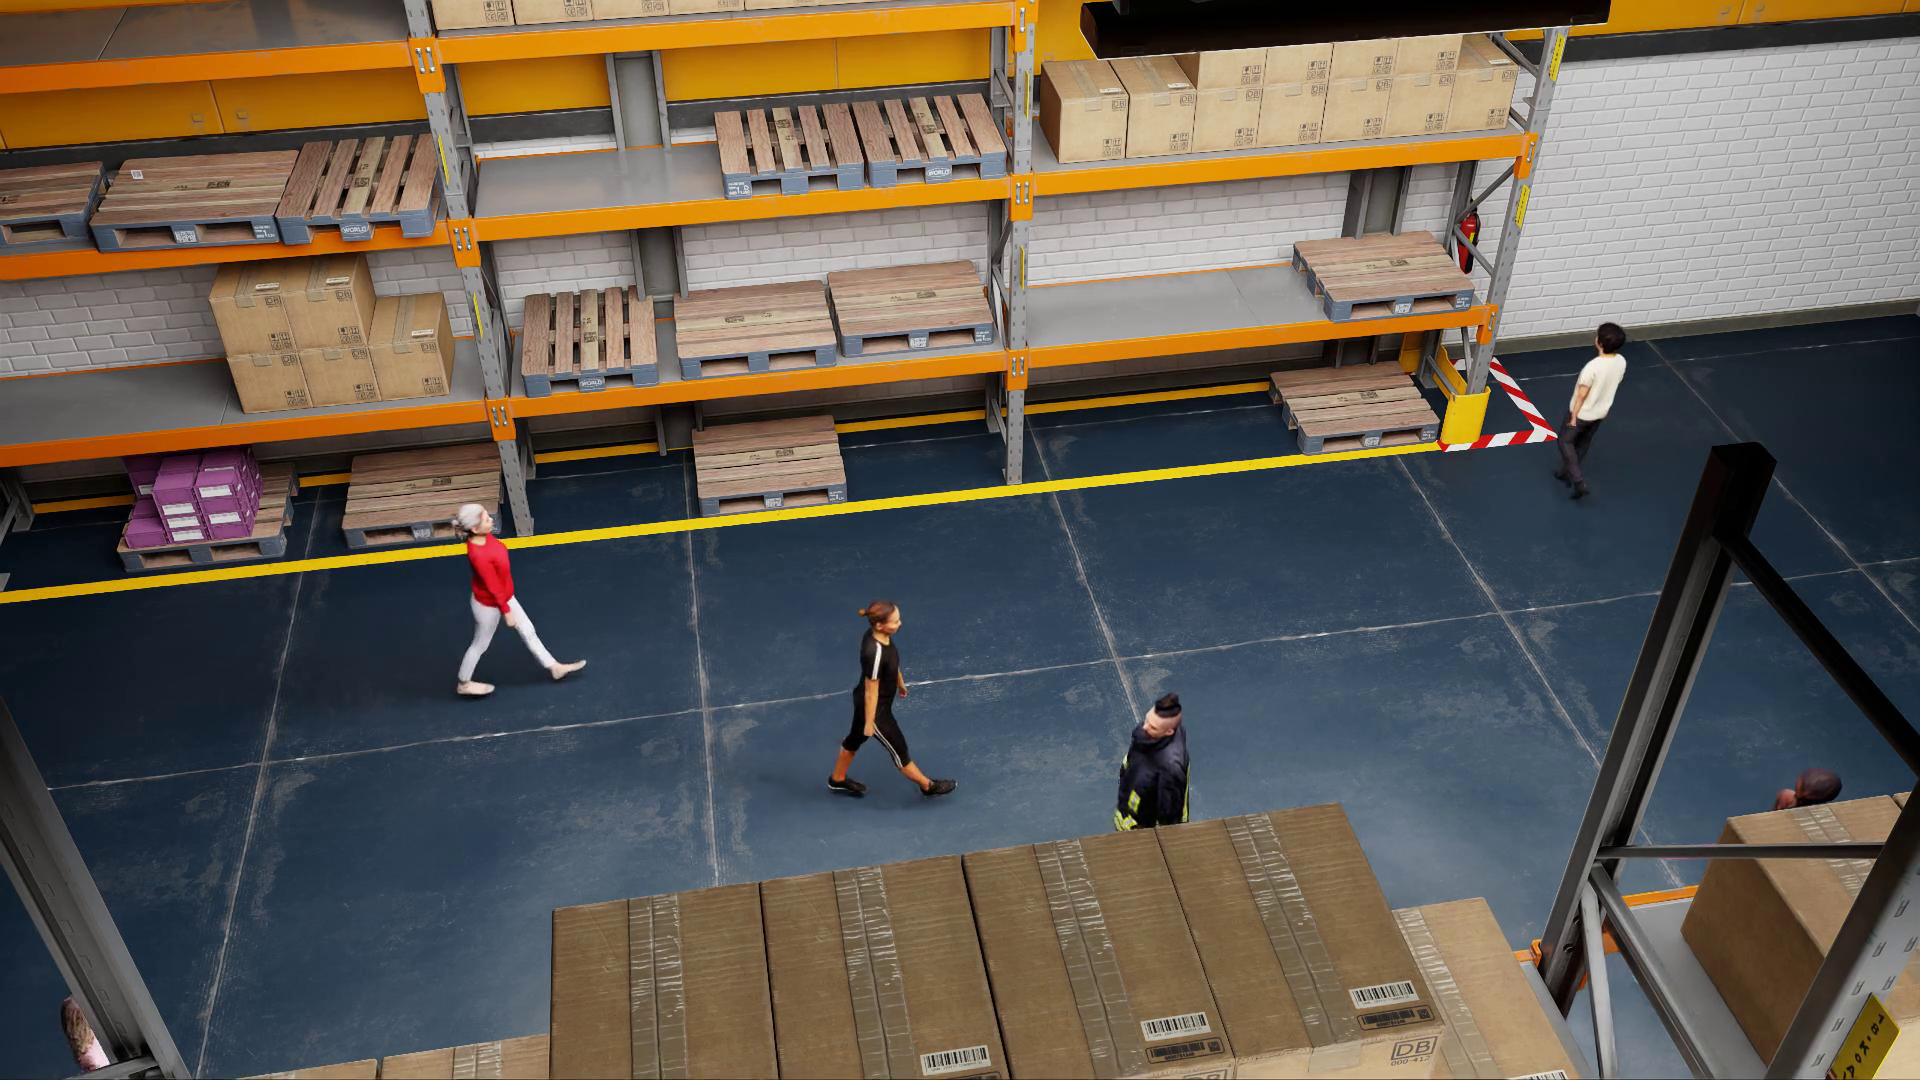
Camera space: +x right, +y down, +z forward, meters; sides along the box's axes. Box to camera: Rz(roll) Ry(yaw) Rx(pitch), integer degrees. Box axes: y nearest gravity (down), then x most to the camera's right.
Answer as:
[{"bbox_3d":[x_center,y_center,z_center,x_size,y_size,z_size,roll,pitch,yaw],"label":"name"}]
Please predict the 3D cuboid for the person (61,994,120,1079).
[{"bbox_3d":[-4.273,2.887,8.354,1.165,1.638,0.827,-17,42,-20],"label":"person"}]

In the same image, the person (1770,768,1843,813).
[{"bbox_3d":[4.580,1.926,9.502,0.917,1.708,0.617,-10,40,-12],"label":"person"}]

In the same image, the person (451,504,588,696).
[{"bbox_3d":[-3.277,0.468,11.381,1.150,1.641,0.603,-8,39,-10],"label":"person"}]

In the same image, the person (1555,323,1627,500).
[{"bbox_3d":[5.040,-1.008,13.275,0.742,1.584,0.752,-16,41,-19],"label":"person"}]

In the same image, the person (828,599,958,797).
[{"bbox_3d":[-0.629,1.048,10.670,1.143,1.622,0.752,2,39,3],"label":"person"}]

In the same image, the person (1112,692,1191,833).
[{"bbox_3d":[1.240,1.547,9.873,1.196,1.836,0.879,2,39,3],"label":"person"}]
